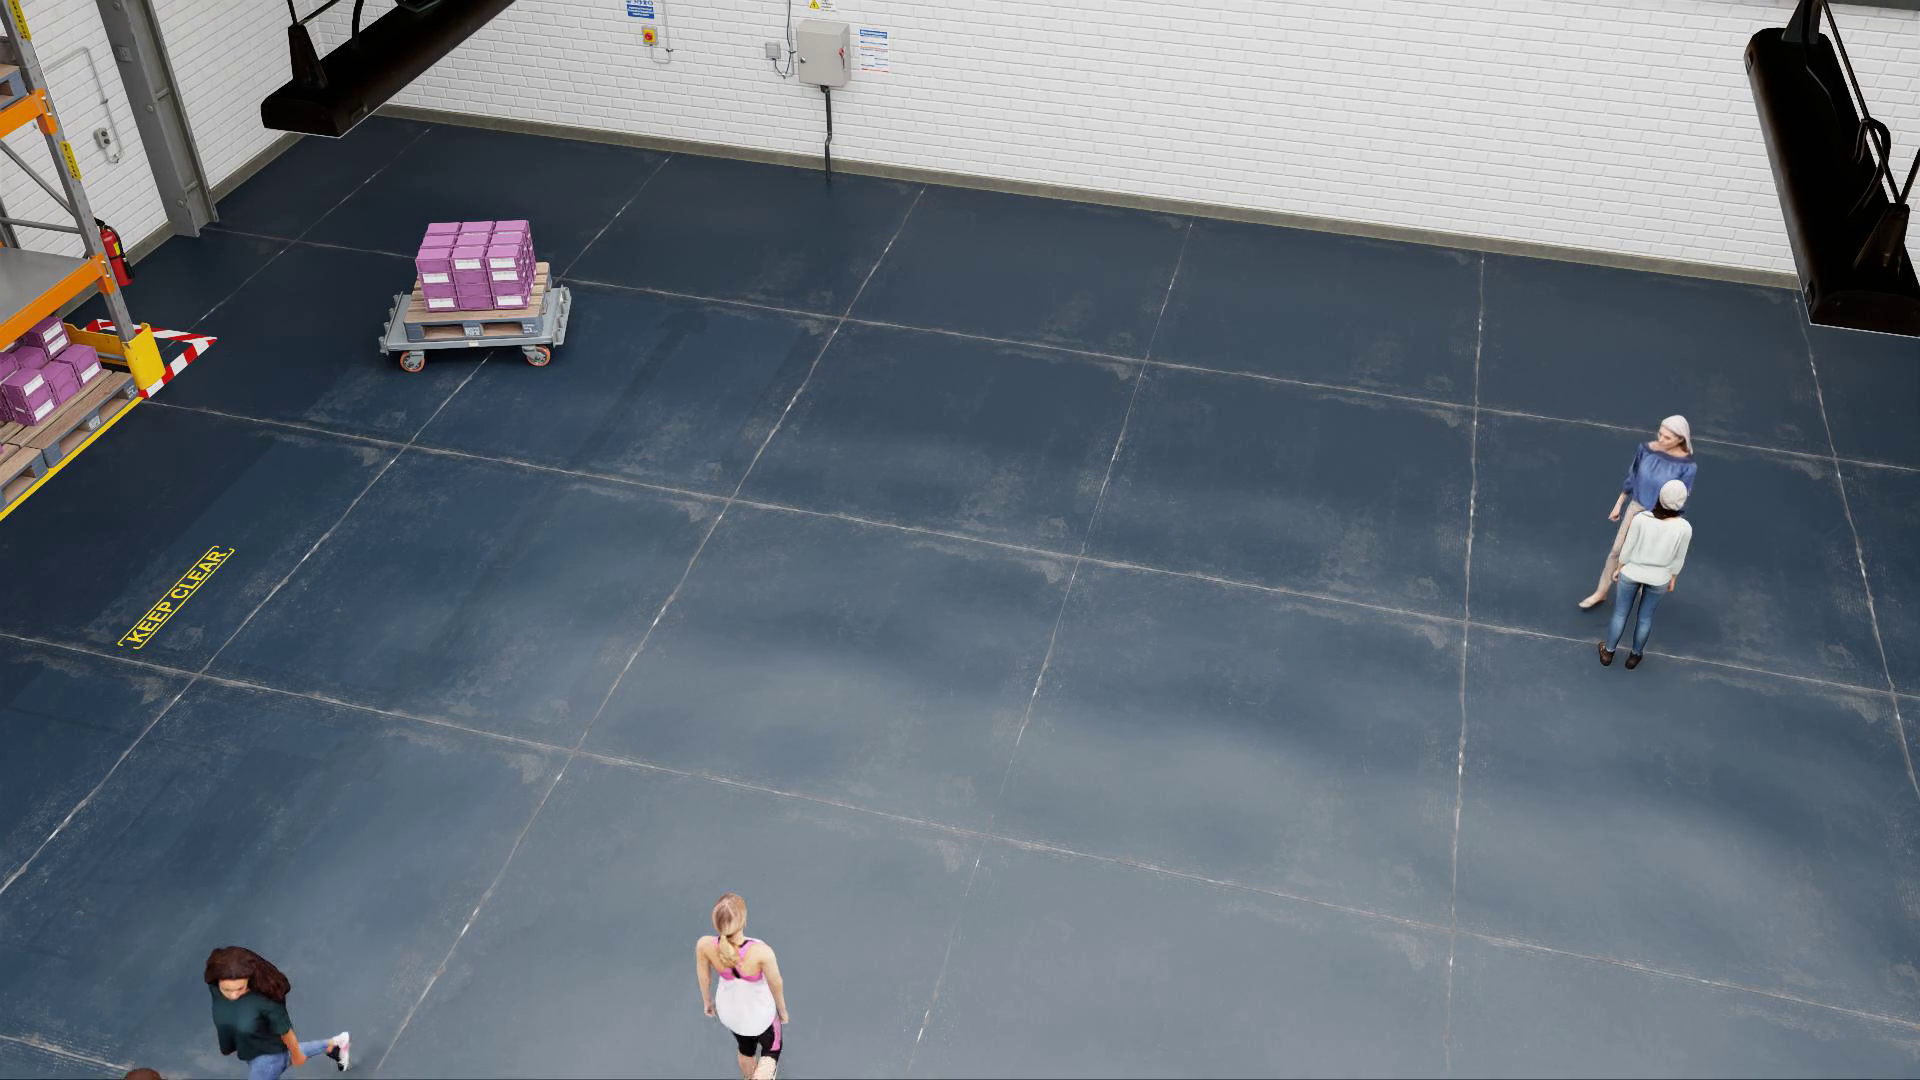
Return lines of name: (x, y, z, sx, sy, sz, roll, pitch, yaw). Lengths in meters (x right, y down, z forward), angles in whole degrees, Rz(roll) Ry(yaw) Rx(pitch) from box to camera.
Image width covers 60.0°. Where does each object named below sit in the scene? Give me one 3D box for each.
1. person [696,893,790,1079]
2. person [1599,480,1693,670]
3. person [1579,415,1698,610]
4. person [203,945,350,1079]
person: (-1.142, 2.560, 8.777, 0.633, 1.777, 0.889, 8, 39, 10)
person: (4.869, 0.234, 11.796, 0.579, 1.645, 0.502, 12, 40, 14)
person: (5.096, -0.186, 12.302, 1.089, 1.669, 0.986, -25, 45, -27)
person: (-3.646, 2.627, 8.847, 0.729, 1.584, 1.056, 19, 42, 22)
